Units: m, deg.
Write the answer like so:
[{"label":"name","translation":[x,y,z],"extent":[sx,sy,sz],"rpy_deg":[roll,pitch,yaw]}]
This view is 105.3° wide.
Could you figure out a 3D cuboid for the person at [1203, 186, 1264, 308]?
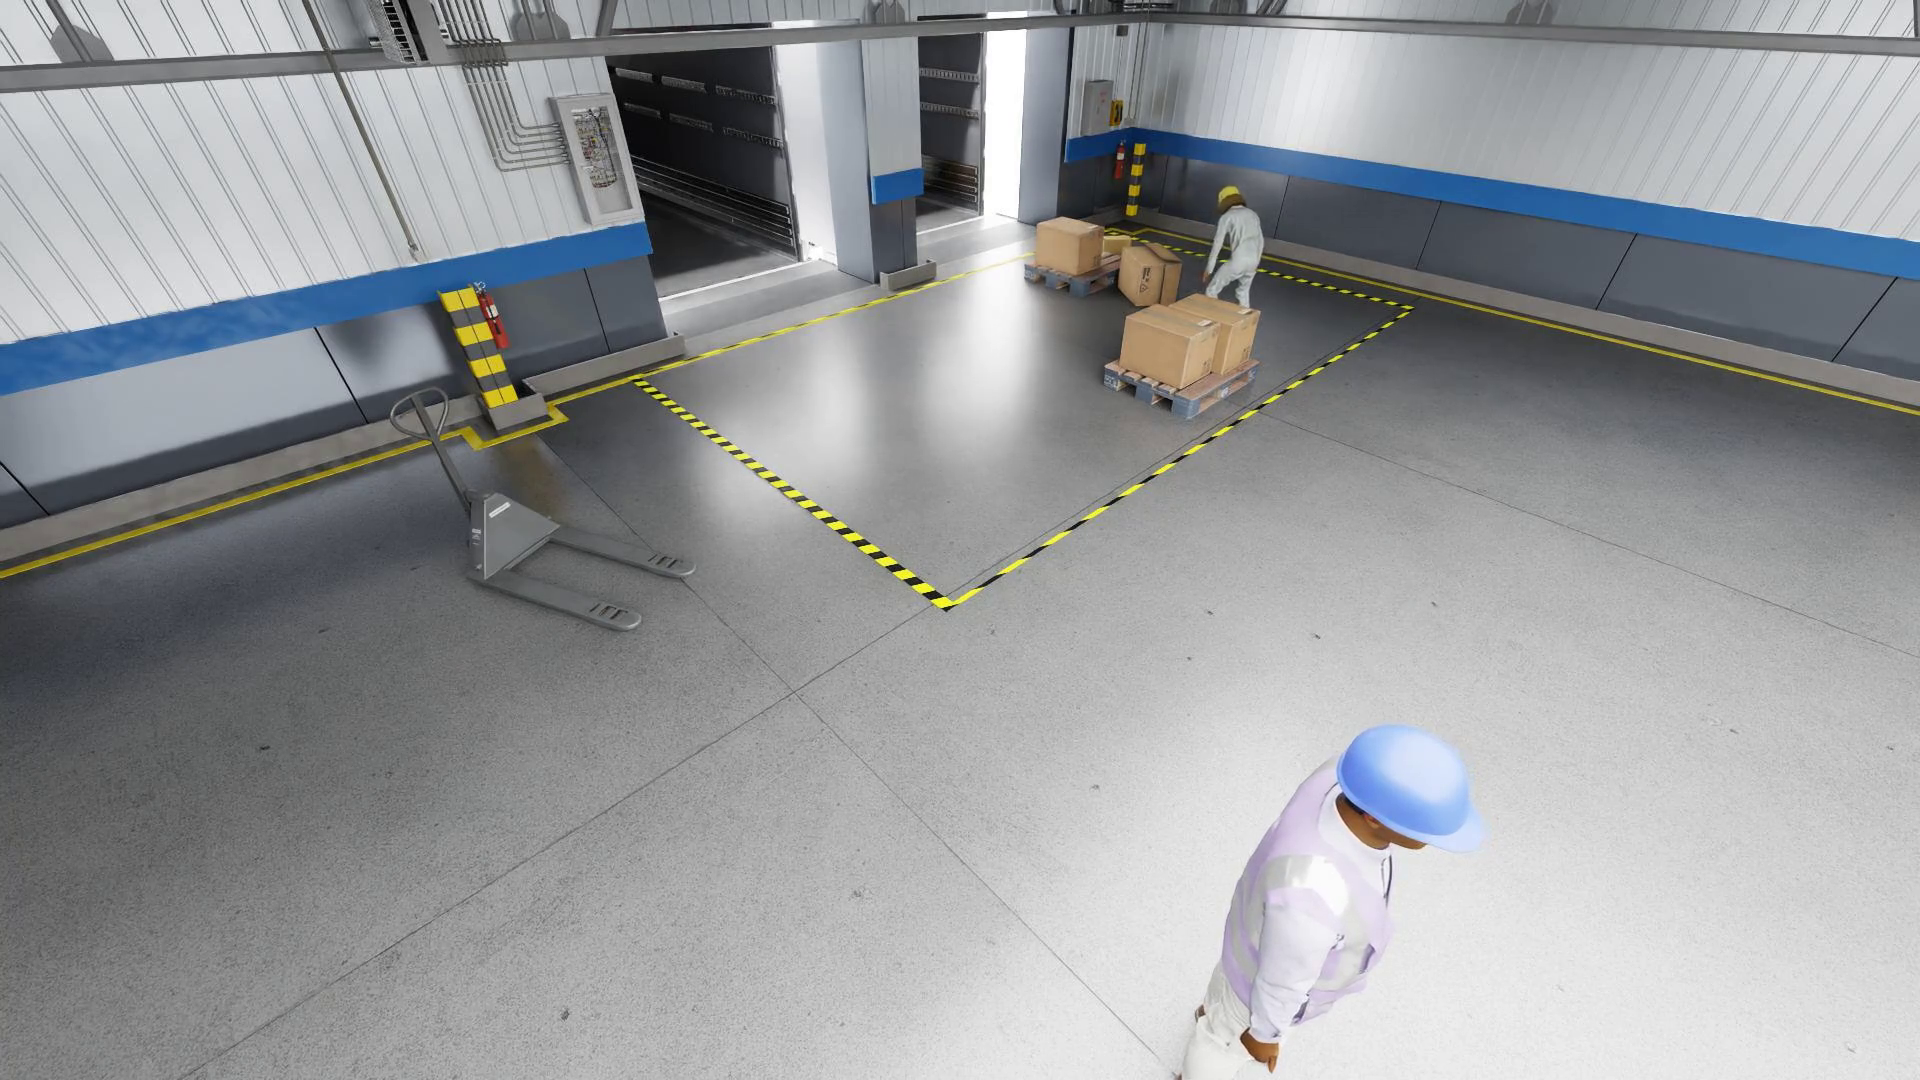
[{"label":"person","translation":[2.873,-2.942,7.887],"extent":[0.660,1.488,0.735],"rpy_deg":[-15,40,-18]}]

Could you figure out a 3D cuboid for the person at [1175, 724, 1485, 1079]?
[{"label":"person","translation":[0.964,1.196,2.146],"extent":[0.384,1.948,0.601],"rpy_deg":[23,43,27]}]

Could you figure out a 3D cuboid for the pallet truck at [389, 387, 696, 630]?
[{"label":"pallet truck","translation":[-2.613,-0.247,4.593],"extent":[1.601,1.201,0.680],"rpy_deg":[14,40,17]}]
